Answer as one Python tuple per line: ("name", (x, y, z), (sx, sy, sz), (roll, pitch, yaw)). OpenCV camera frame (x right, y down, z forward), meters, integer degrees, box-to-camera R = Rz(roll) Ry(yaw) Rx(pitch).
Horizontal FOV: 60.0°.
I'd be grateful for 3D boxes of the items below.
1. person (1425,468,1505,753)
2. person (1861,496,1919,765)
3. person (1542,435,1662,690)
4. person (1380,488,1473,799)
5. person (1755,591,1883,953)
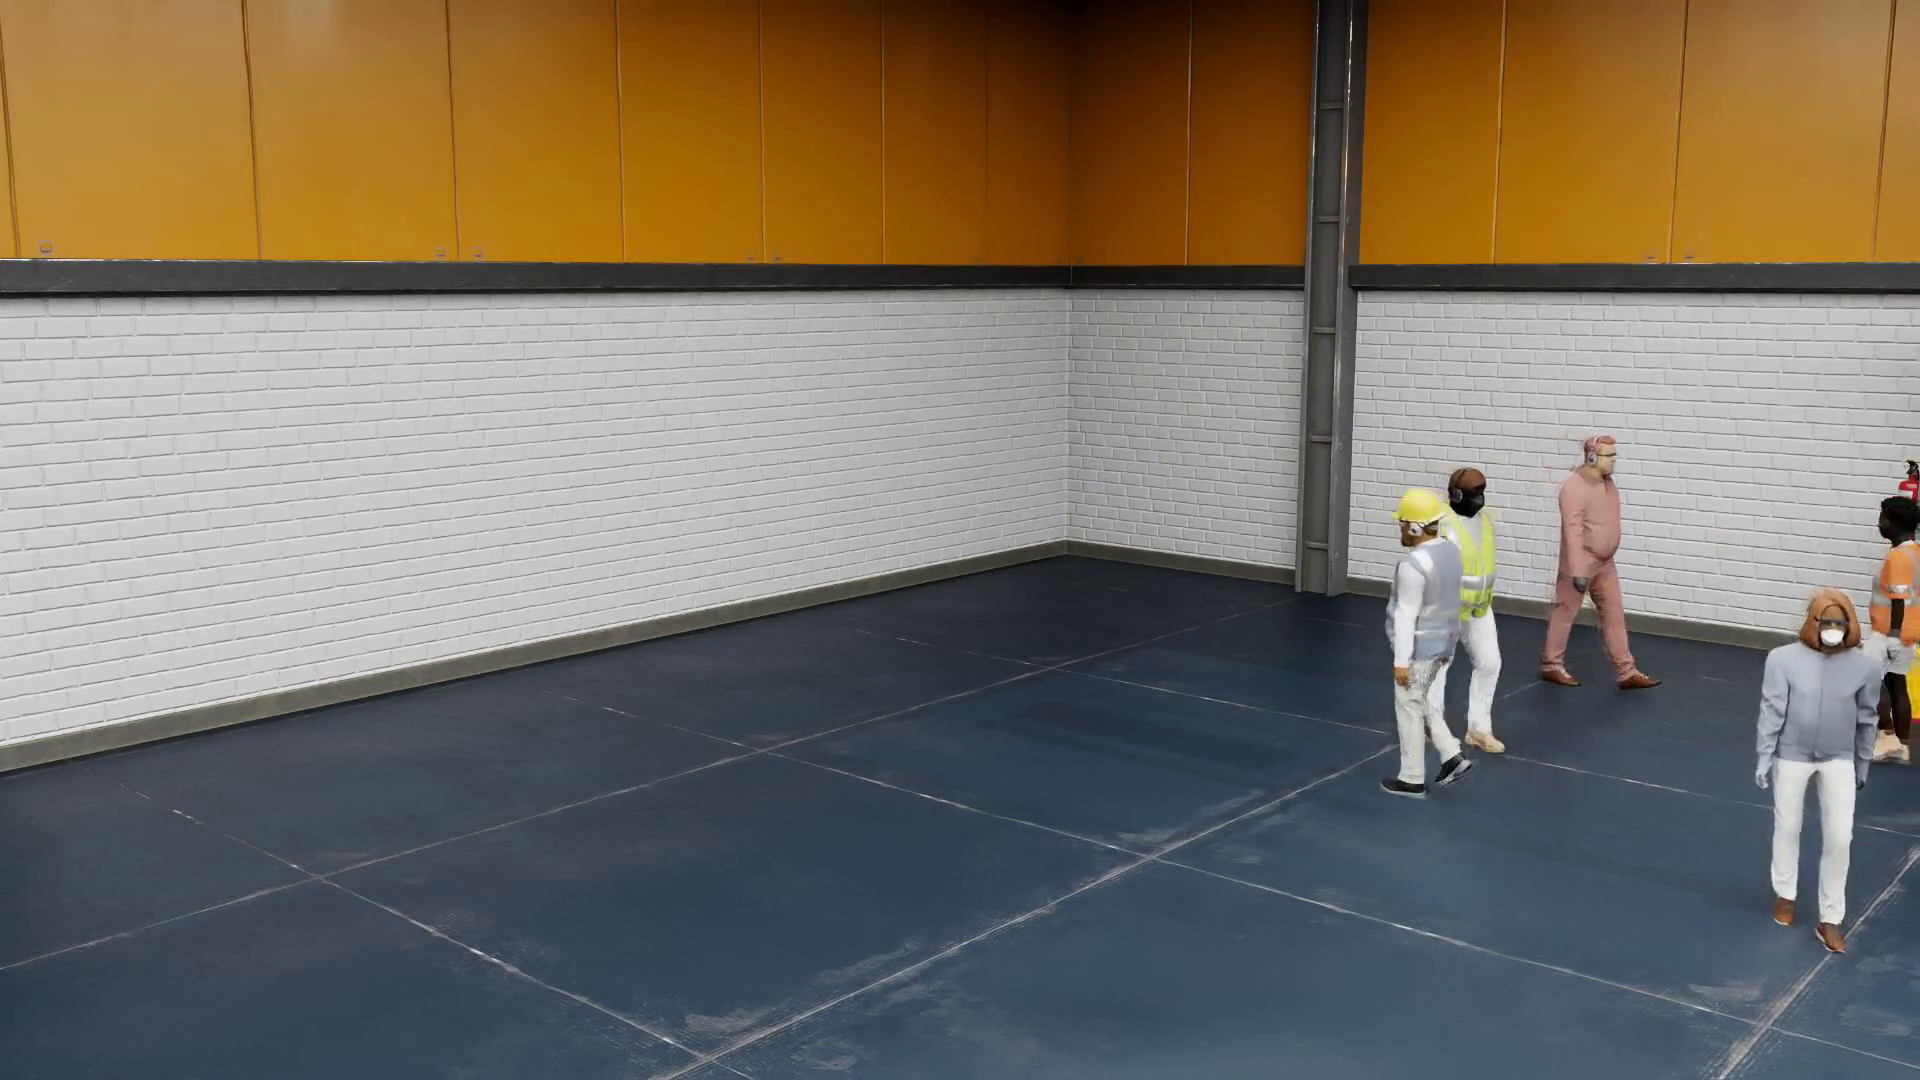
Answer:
("person", (3.209, 0.458, 10.510), (0.654, 1.821, 0.675), (-5, 10, -27))
("person", (5.737, 0.566, 10.269), (0.404, 1.678, 0.557), (7, 11, 35))
("person", (4.672, 0.184, 12.065), (0.677, 1.869, 0.916), (-8, 12, -40))
("person", (2.666, 0.607, 9.588), (0.438, 1.818, 0.613), (8, 12, 42))
("person", (3.892, 1.038, 7.562), (0.514, 1.610, 0.705), (3, 10, 20))
